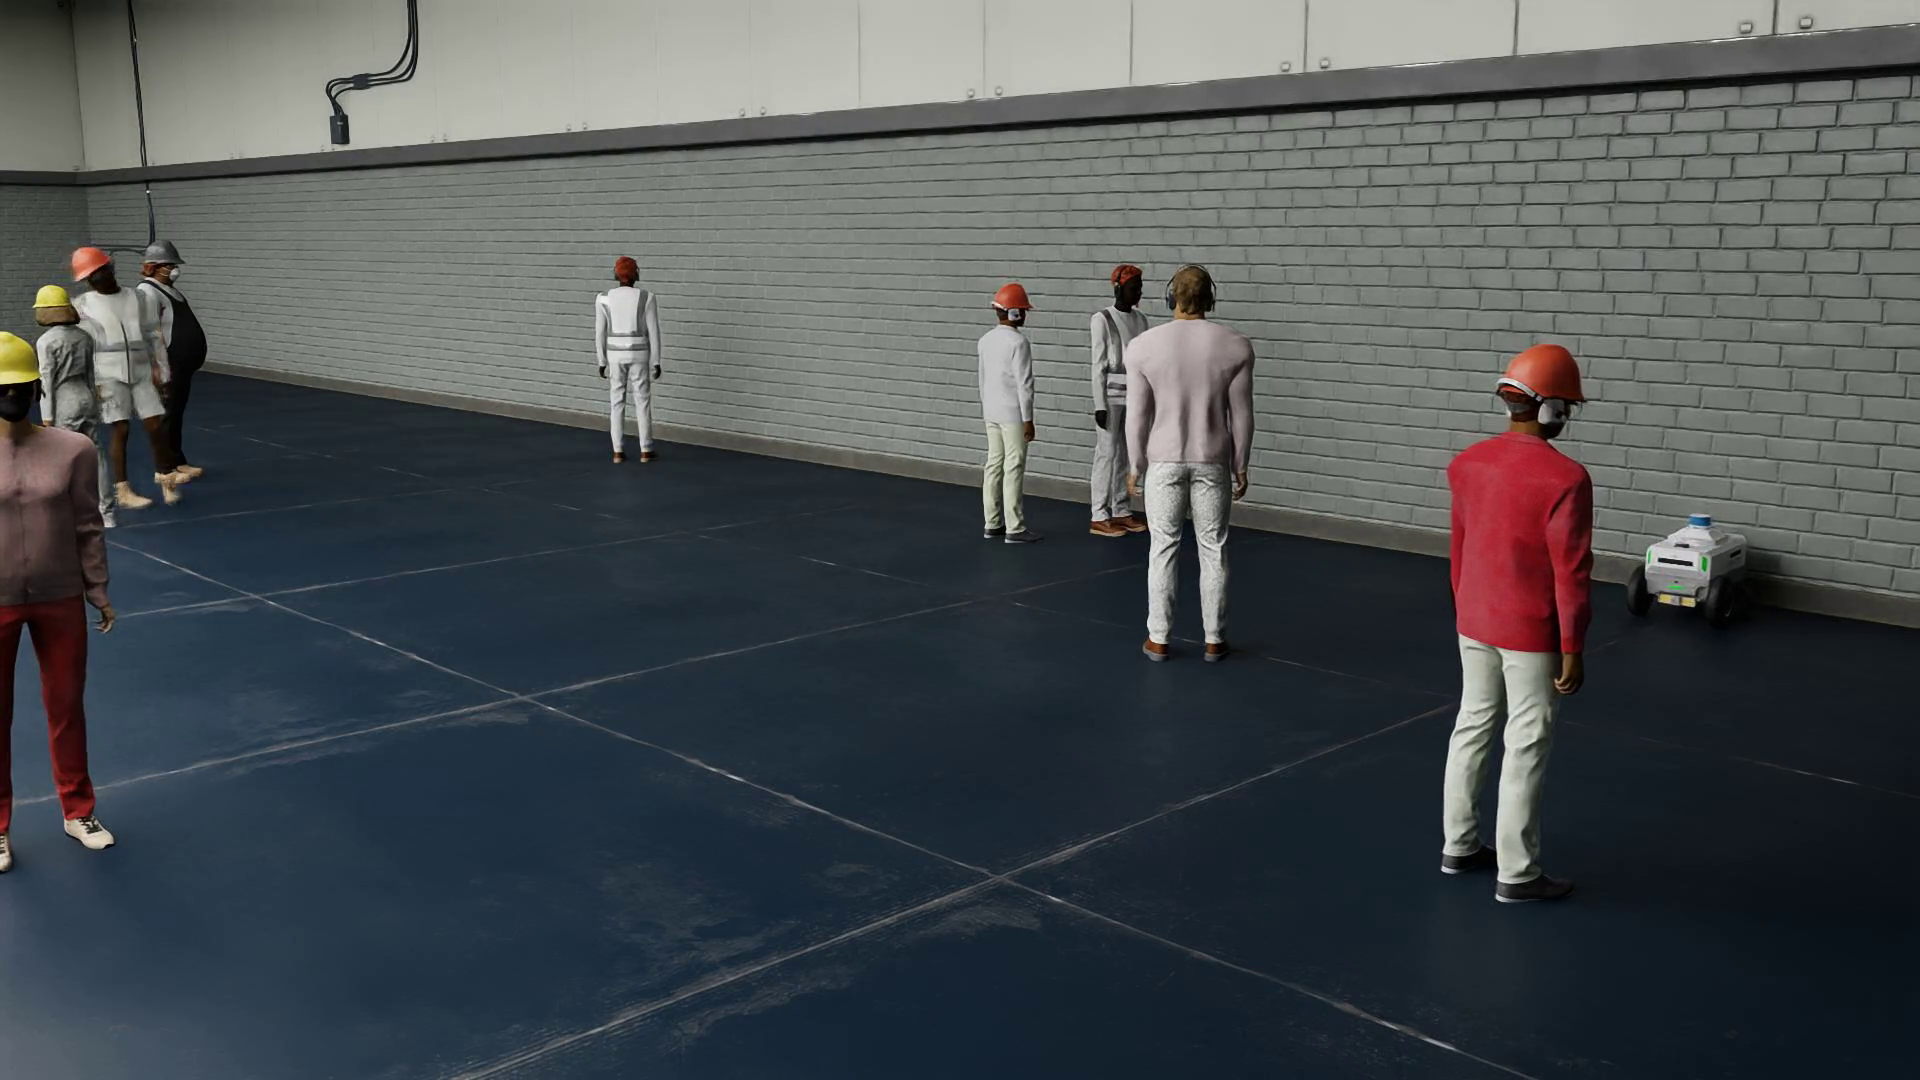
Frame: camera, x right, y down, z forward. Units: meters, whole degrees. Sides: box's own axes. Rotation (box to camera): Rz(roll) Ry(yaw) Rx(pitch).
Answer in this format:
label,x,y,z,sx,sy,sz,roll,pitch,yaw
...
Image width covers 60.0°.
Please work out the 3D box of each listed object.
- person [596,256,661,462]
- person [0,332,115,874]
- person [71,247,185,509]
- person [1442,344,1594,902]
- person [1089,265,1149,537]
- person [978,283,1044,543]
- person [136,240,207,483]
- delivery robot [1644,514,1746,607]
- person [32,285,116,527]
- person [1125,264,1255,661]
label,x,y,z,sx,sy,sz,roll,pitch,yaw
person,-3.032,-1.647,15.250,0.585,1.882,0.337,0,10,1
person,-3.084,0.200,5.500,0.523,1.769,0.323,-9,14,-41
person,-6.303,-1.216,12.661,0.721,1.985,0.464,-9,14,-41
person,1.778,0.258,5.245,0.348,1.743,0.566,-5,11,-25
person,1.113,-0.962,11.552,0.568,1.878,0.351,-10,14,-43
person,0.345,-0.861,11.318,0.327,1.752,0.562,-6,12,-31
person,-6.667,-1.514,14.098,0.536,2.000,0.688,-2,11,-10
delivery robot,4.032,0.099,9.103,0.477,0.478,0.707,9,14,40
person,-6.241,-0.904,11.626,0.323,1.737,0.490,3,11,15
person,1.109,-0.363,8.105,0.630,1.940,0.373,1,10,5
